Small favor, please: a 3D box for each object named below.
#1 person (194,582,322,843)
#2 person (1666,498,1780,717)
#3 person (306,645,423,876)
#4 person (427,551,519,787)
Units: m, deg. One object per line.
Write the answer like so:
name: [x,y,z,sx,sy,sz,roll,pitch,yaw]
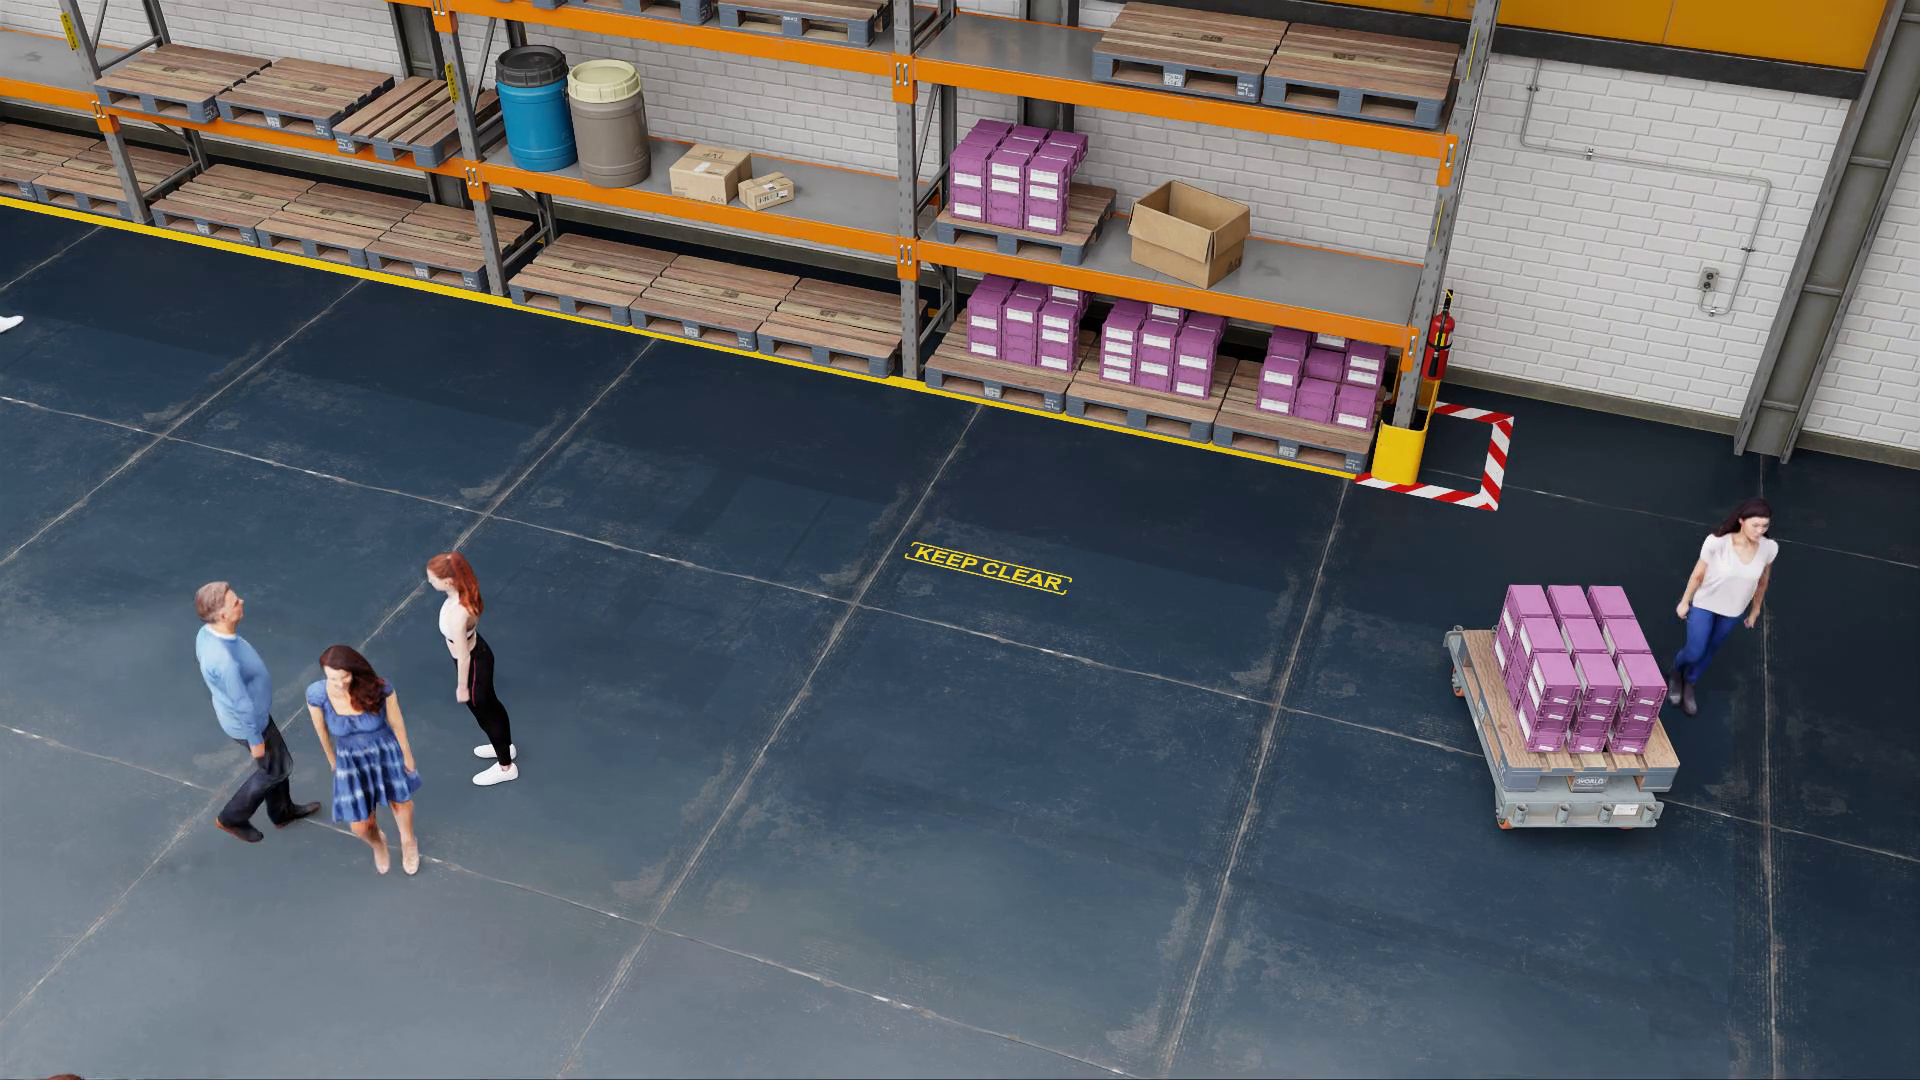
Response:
person: [-4.171,1.032,9.521,0.971,1.793,0.918,-17,42,-20]
person: [4.718,0.373,10.441,0.630,1.676,0.763,1,39,1]
person: [-3.289,1.209,9.300,0.816,1.794,0.884,-11,40,-14]
person: [-2.890,0.750,9.909,0.673,1.749,0.667,-5,39,-6]
